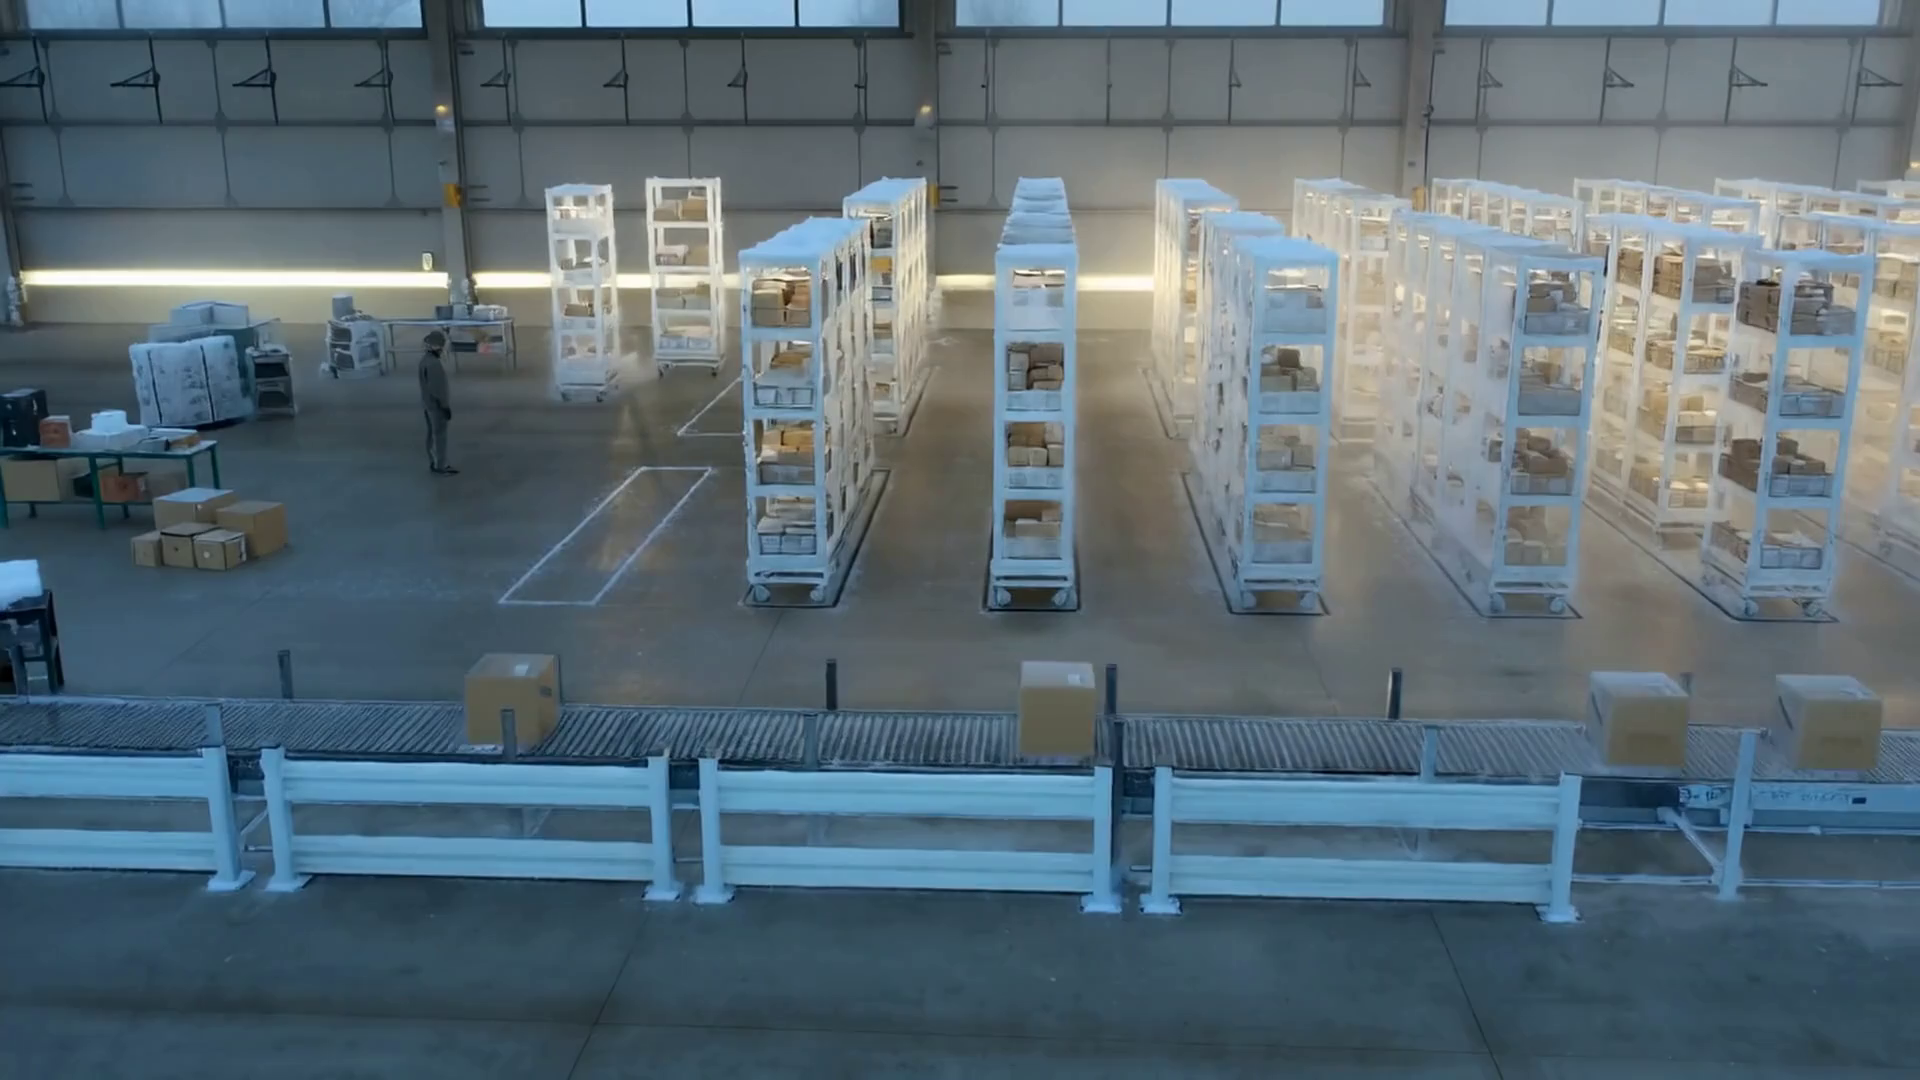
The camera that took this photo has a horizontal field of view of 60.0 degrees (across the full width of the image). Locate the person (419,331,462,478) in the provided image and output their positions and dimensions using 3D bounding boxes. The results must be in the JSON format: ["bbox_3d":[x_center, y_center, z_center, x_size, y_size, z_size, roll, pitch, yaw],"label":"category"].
[{"bbox_3d":[-7.091,-1.842,22.594,0.385,1.993,0.624,-13,20,-41],"label":"person"}]
